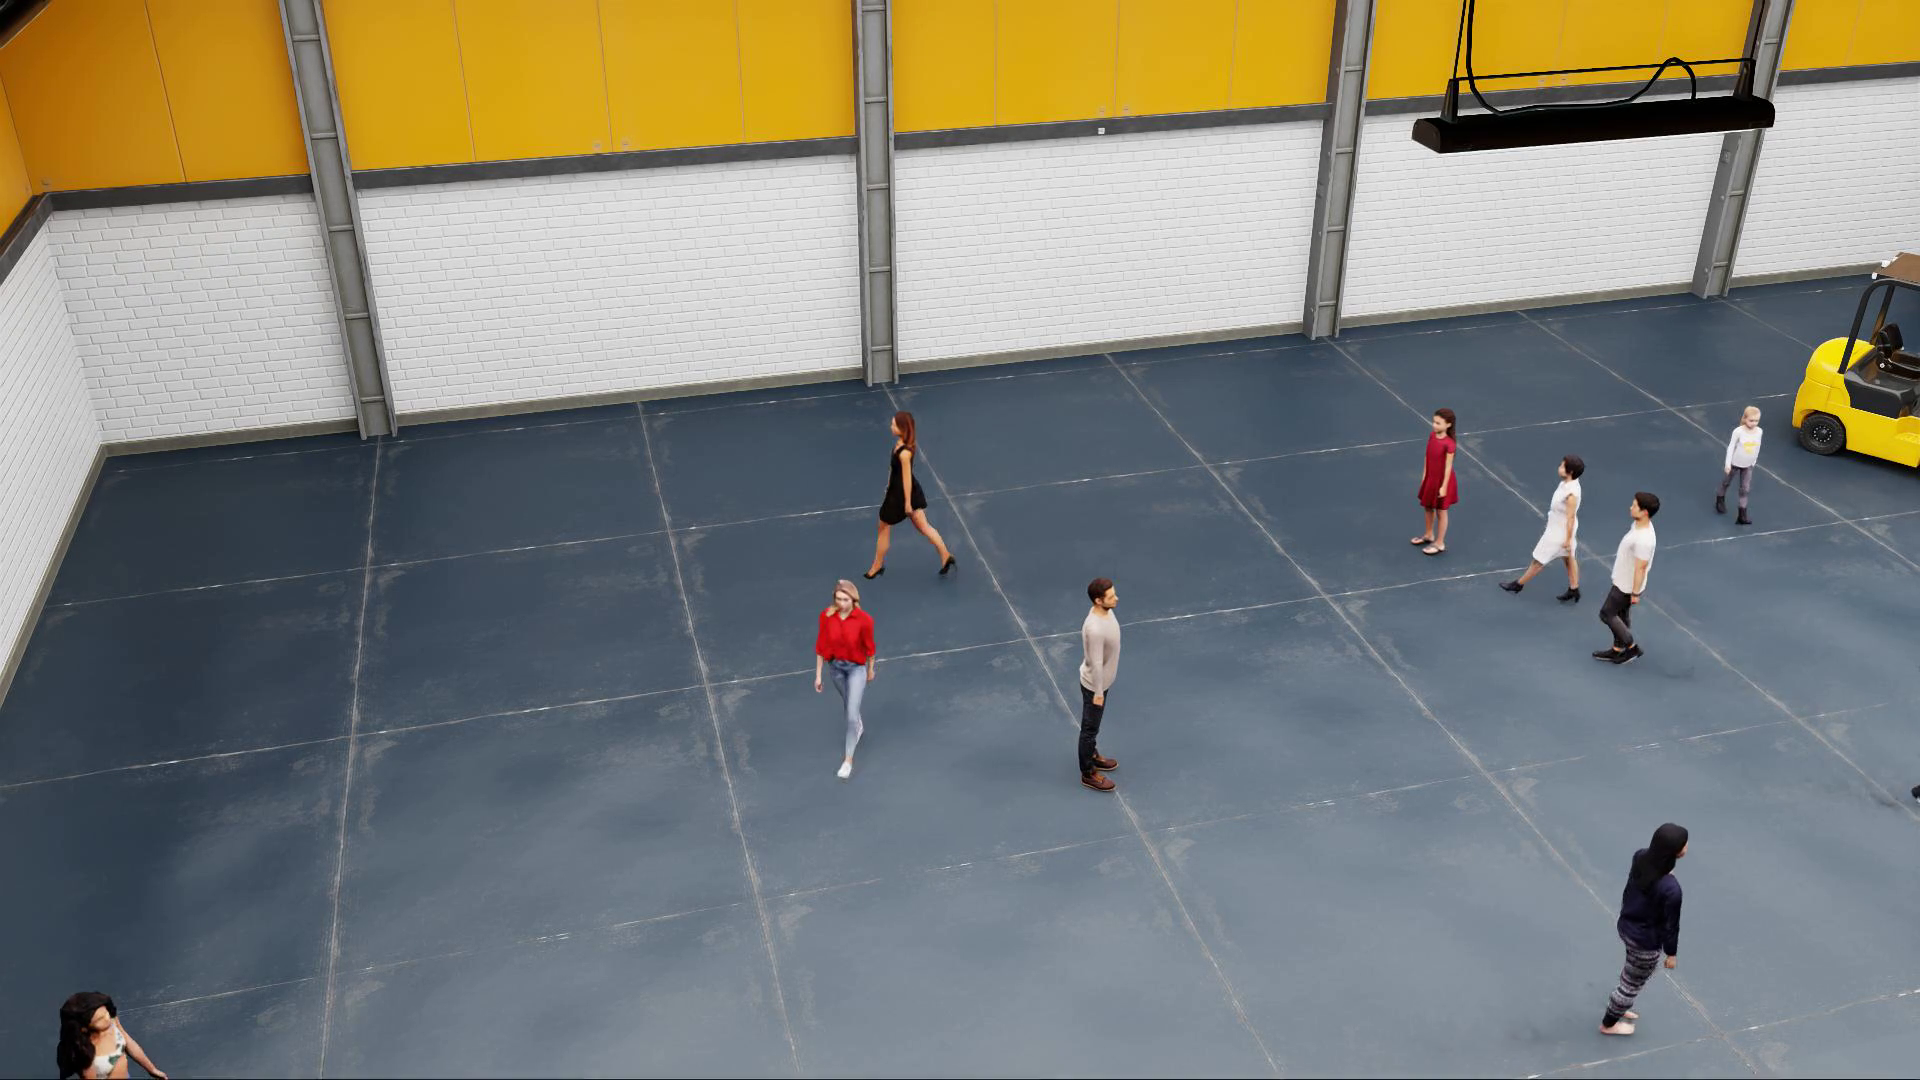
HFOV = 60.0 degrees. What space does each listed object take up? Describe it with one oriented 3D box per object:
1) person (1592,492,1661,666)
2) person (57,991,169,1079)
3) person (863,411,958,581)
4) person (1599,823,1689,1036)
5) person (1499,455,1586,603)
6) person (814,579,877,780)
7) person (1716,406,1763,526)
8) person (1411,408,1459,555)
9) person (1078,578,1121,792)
[{"bbox_3d":[5.985,0.362,14.689,0.832,1.711,0.779,11,30,19],"label":"person"},{"bbox_3d":[-4.945,3.228,9.569,1.046,1.582,0.684,-2,29,-4],"label":"person"},{"bbox_3d":[-0.438,-0.382,15.973,1.200,1.788,0.803,1,29,1],"label":"person"},{"bbox_3d":[4.324,2.529,10.704,0.631,1.723,0.640,-4,29,-8],"label":"person"},{"bbox_3d":[5.763,-0.068,15.680,1.062,1.516,0.894,8,30,15],"label":"person"},{"bbox_3d":[-0.901,1.025,13.527,1.121,1.660,1.032,7,29,13],"label":"person"},{"bbox_3d":[8.100,-0.816,17.331,0.890,1.248,0.743,1,29,2],"label":"person"},{"bbox_3d":[4.800,-0.614,16.646,0.650,1.550,0.592,-13,31,-23],"label":"person"},{"bbox_3d":[1.081,1.107,13.159,0.724,1.868,0.735,5,29,9],"label":"person"}]
